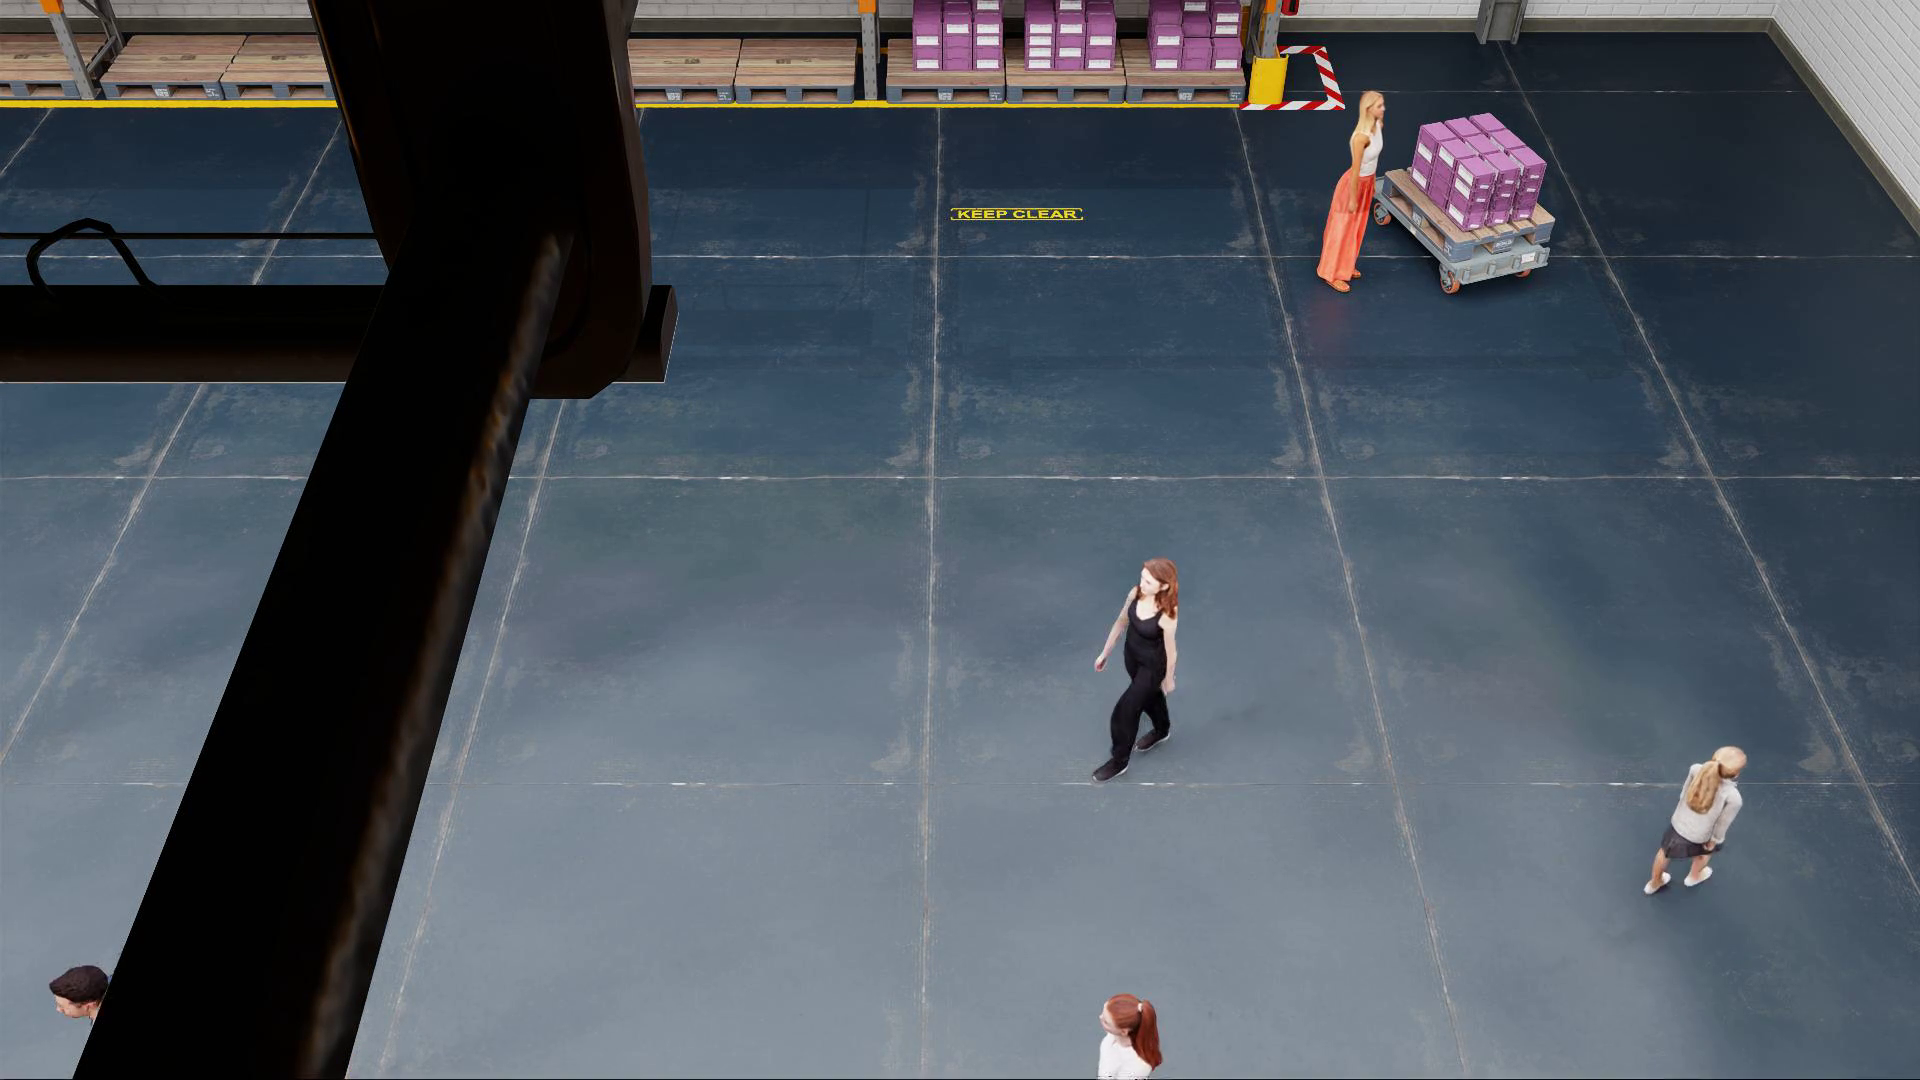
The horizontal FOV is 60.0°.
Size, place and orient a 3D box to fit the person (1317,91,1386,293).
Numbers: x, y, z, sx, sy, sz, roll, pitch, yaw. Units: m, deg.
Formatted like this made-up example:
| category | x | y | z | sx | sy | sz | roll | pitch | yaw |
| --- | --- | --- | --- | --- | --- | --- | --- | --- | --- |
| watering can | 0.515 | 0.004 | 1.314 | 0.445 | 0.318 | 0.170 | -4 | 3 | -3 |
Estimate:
| category | x | y | z | sx | sy | sz | roll | pitch | yaw |
| --- | --- | --- | --- | --- | --- | --- | --- | --- | --- |
| person | 3.349 | -2.966 | 14.073 | 0.752 | 1.801 | 0.722 | 25 | 49 | 24 |

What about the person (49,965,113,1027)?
| category | x | y | z | sx | sy | sz | roll | pitch | yaw |
| --- | --- | --- | --- | --- | --- | --- | --- | --- | --- |
| person | -3.899 | 2.584 | 8.230 | 0.917 | 1.825 | 0.804 | -17 | 46 | -17 |

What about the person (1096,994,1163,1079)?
| category | x | y | z | sx | sy | sz | roll | pitch | yaw |
| --- | --- | --- | --- | --- | --- | --- | --- | --- | --- |
| person | 0.916 | 2.762 | 8.135 | 1.020 | 1.698 | 0.582 | 0 | 44 | 0 |

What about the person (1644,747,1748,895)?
| category | x | y | z | sx | sy | sz | roll | pitch | yaw |
| --- | --- | --- | --- | --- | --- | --- | --- | --- | --- |
| person | 4.220 | 1.654 | 9.614 | 0.773 | 1.263 | 0.696 | -29 | 51 | -27 |

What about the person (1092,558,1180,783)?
| category | x | y | z | sx | sy | sz | roll | pitch | yaw |
| --- | --- | --- | --- | --- | --- | --- | --- | --- | --- |
| person | 1.227 | 0.718 | 10.264 | 0.986 | 1.722 | 0.839 | -21 | 47 | -21 |
